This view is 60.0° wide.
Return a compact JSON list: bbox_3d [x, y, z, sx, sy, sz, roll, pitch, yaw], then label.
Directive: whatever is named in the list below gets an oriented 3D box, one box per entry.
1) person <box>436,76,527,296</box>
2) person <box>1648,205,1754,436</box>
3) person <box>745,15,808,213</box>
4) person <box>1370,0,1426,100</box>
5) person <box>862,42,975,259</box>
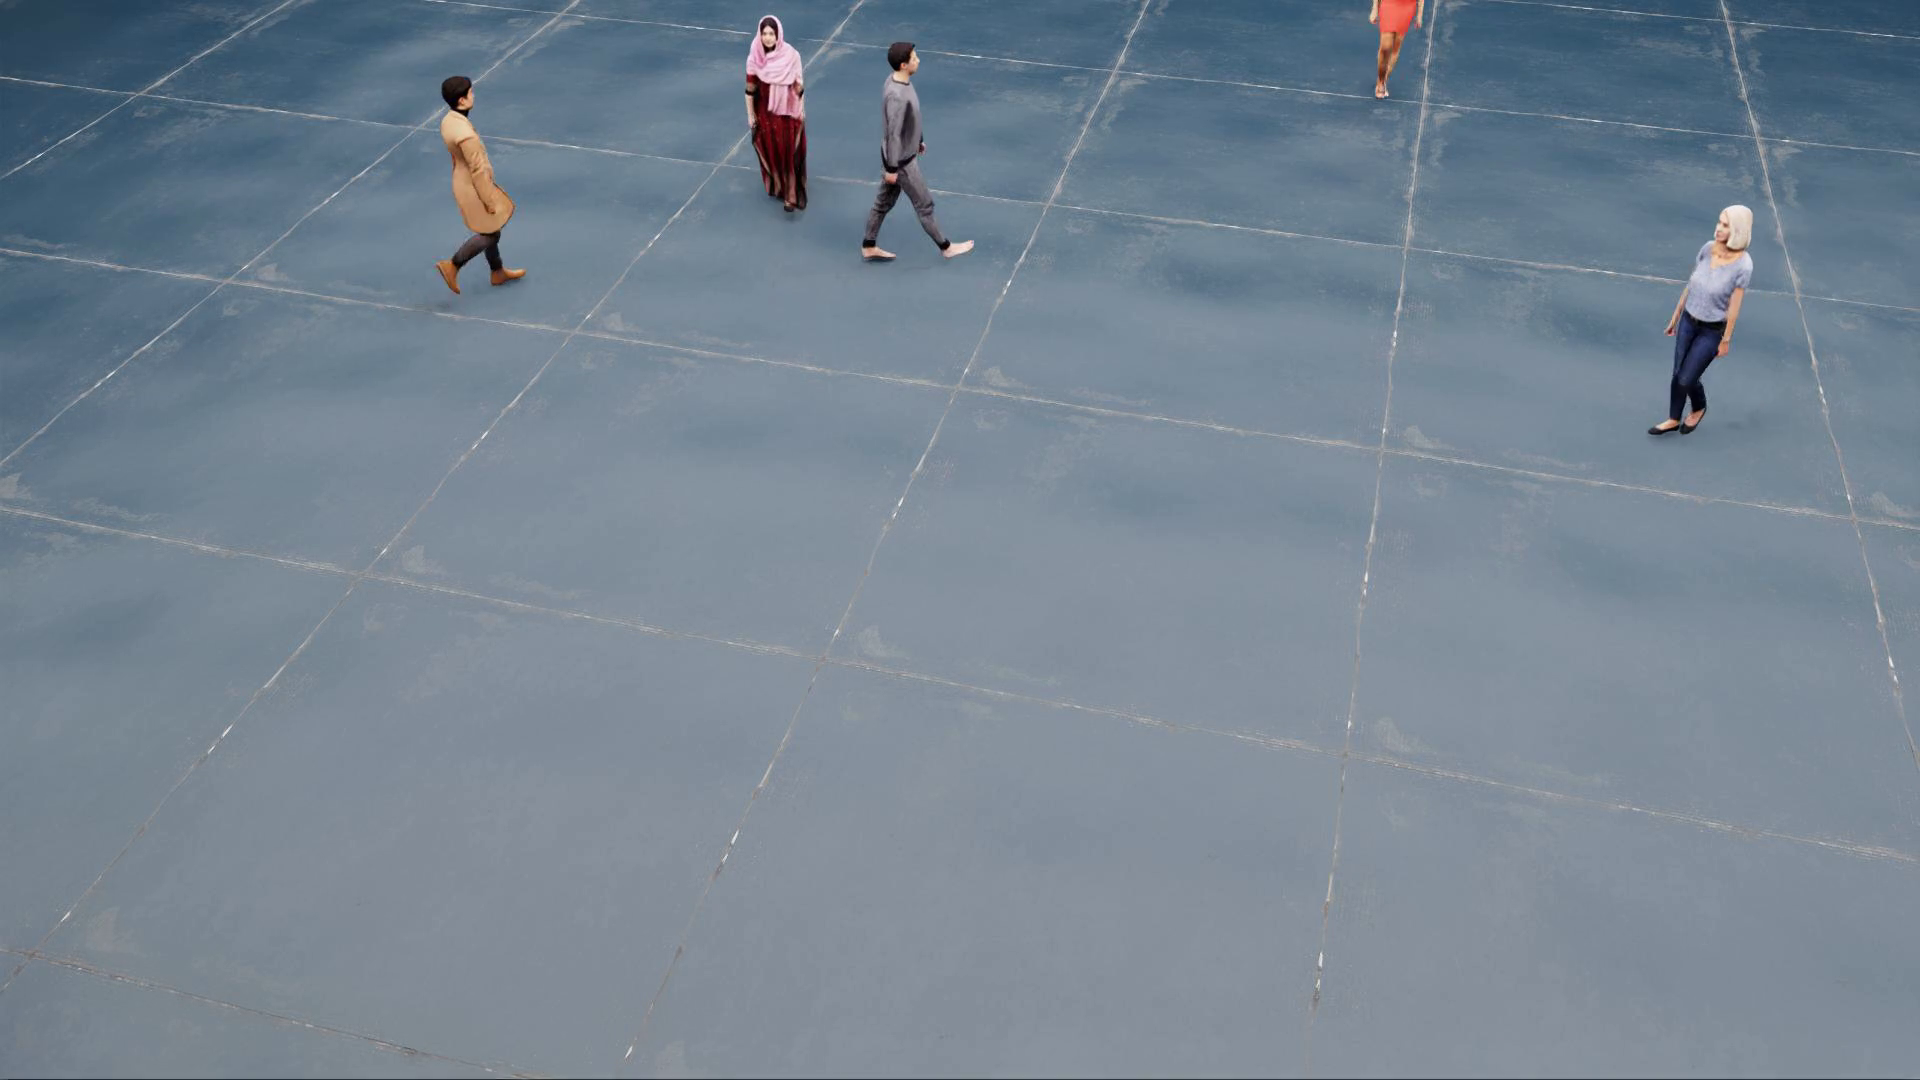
[{"bbox_3d":[-3.730,-2.630,12.532,1.026,1.708,0.971,-19,42,-23],"label":"person"},{"bbox_3d":[4.979,-1.422,10.985,0.787,1.712,0.717,-14,40,-17],"label":"person"},{"bbox_3d":[-1.521,-3.595,13.841,0.791,1.615,0.969,-1,38,-2],"label":"person"},{"bbox_3d":[4.083,-5.008,15.570,0.677,1.710,0.664,0,38,0],"label":"person"},{"bbox_3d":[-0.555,-2.957,12.872,1.038,1.805,1.173,-3,38,-4],"label":"person"}]
